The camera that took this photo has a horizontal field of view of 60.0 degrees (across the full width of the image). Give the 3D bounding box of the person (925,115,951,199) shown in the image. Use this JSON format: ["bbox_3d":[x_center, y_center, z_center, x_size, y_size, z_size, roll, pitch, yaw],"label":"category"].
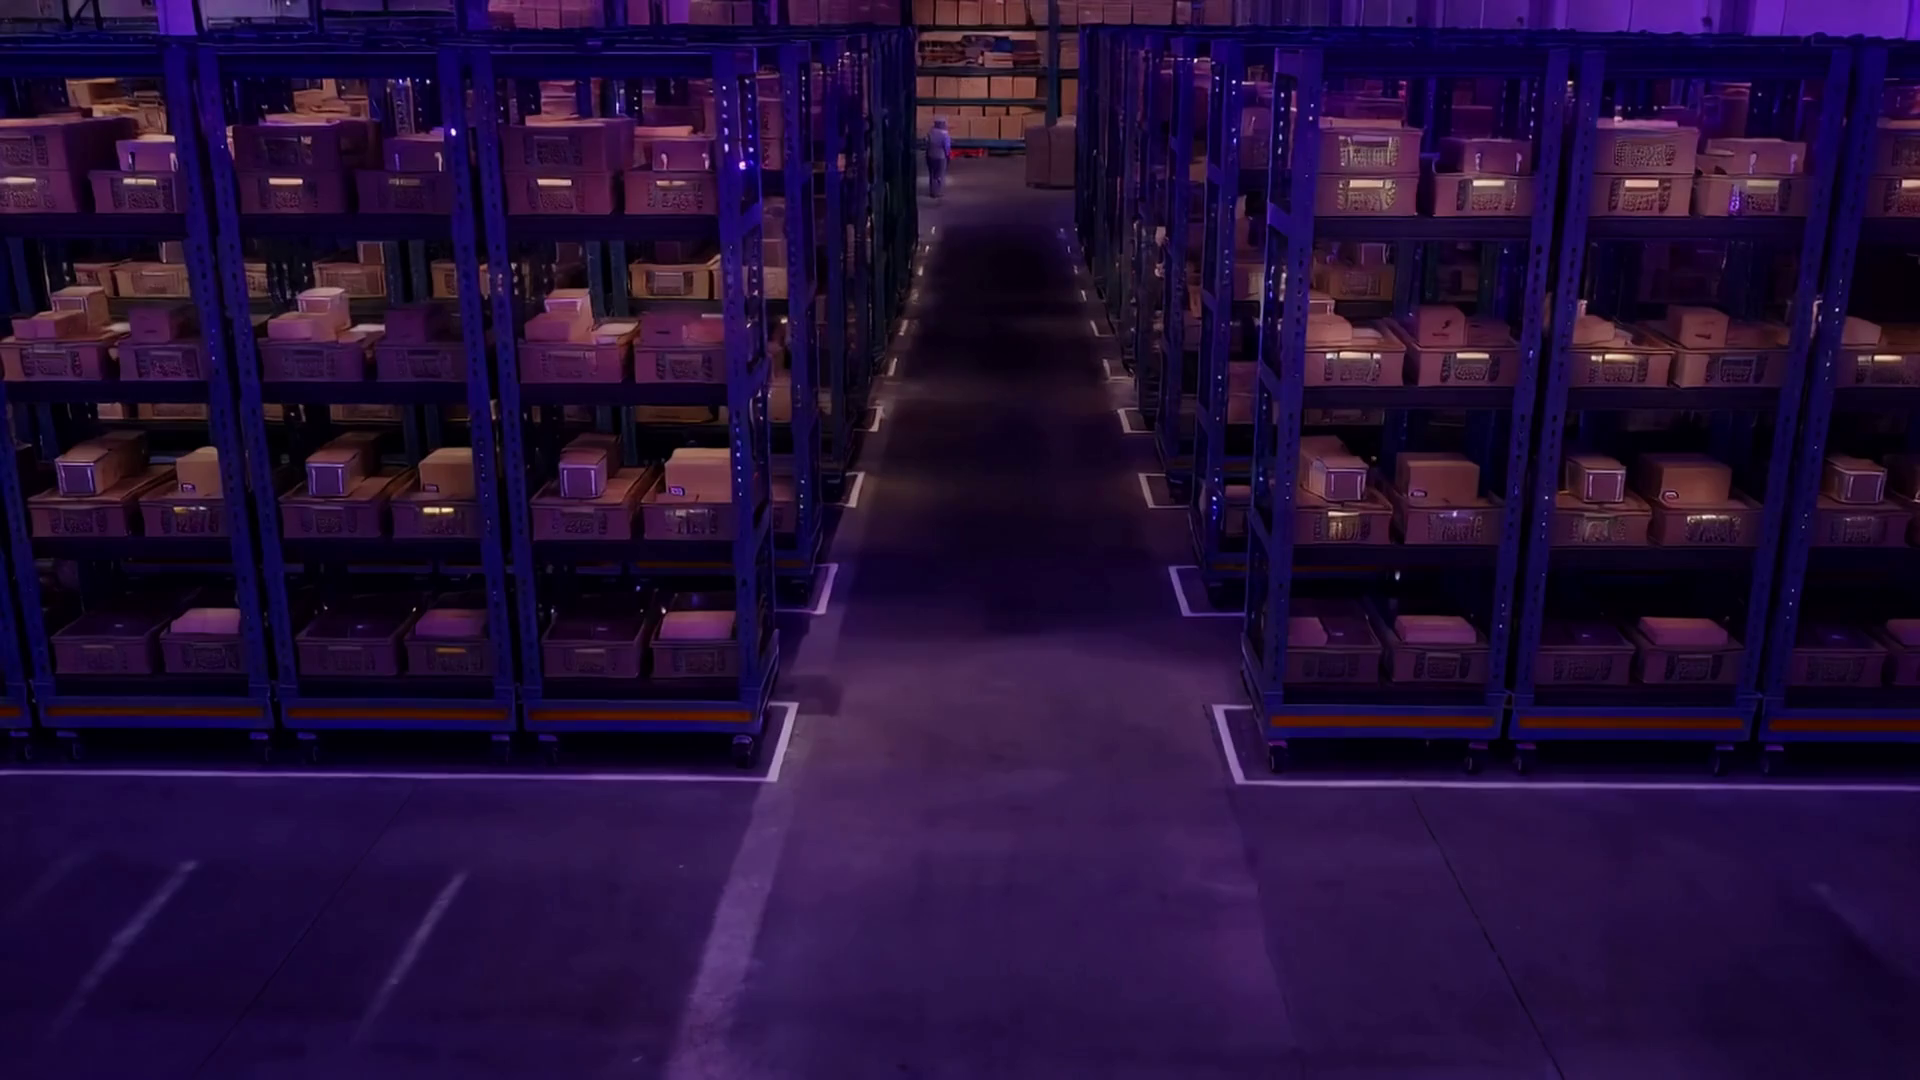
[{"bbox_3d":[-0.464,-8.194,35.606,0.572,1.749,0.340,6,18,17],"label":"person"}]
